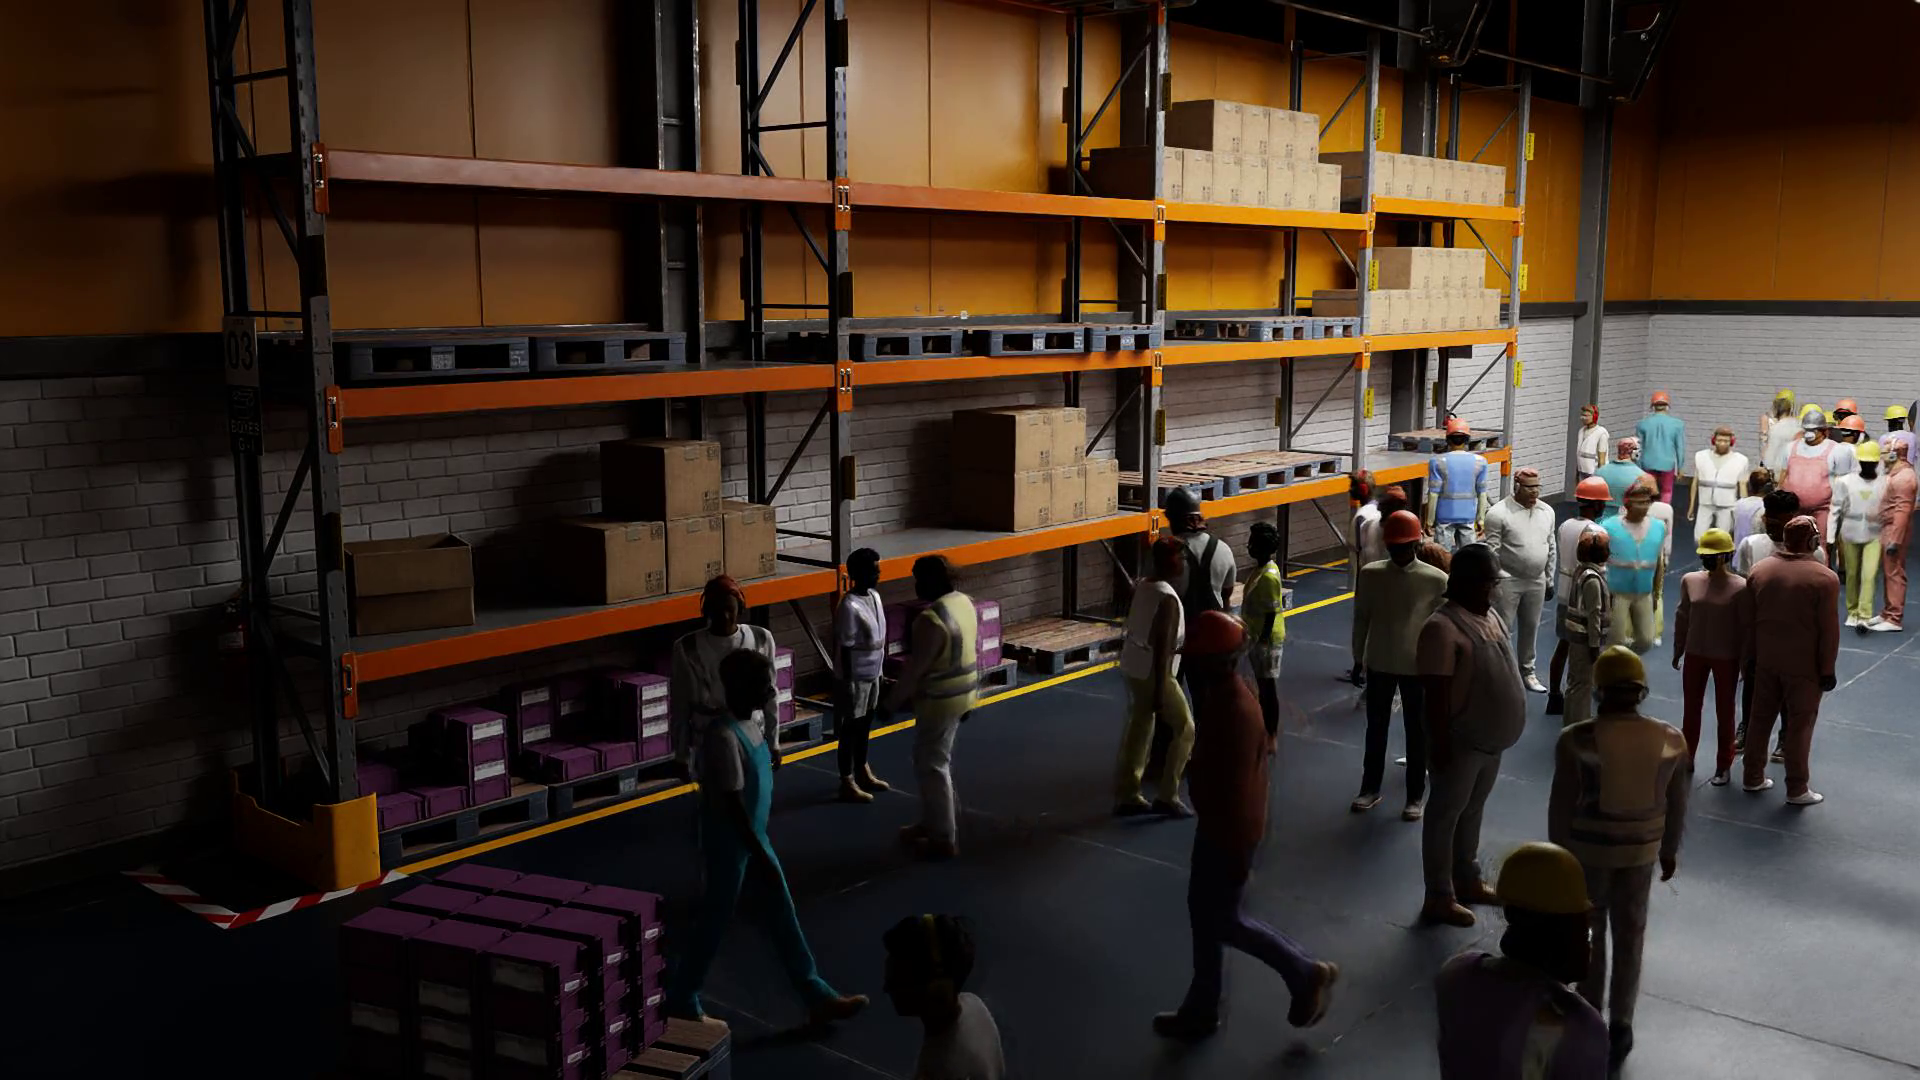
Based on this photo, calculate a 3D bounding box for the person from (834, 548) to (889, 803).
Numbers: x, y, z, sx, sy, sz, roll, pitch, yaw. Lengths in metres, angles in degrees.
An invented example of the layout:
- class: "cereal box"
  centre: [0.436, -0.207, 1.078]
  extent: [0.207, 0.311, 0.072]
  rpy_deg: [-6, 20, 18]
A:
- class: "person"
  centre: [-0.656, 0.883, 11.017]
  extent: [0.318, 1.690, 0.530]
  rpy_deg: [3, 9, 21]

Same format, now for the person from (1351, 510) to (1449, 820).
- class: "person"
  centre: [2.799, 0.791, 10.628]
  extent: [0.623, 1.989, 0.400]
  rpy_deg: [5, 10, 30]

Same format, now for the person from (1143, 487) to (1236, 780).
- class: "person"
  centre: [1.528, 0.632, 11.504]
  extent: [0.681, 2.000, 0.535]
  rpy_deg: [-3, 9, -21]

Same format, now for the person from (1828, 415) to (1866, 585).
- class: "person"
  centre: [10.063, -0.456, 18.907]
  extent: [0.387, 1.926, 0.547]
  rpy_deg: [-2, 9, -14]

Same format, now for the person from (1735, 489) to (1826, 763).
- class: "person"
  centre: [5.841, 0.605, 11.922]
  extent: [0.369, 1.963, 0.609]
  rpy_deg: [-8, 12, -43]

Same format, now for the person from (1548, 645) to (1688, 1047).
- class: "person"
  centre: [2.921, 1.373, 7.439]
  extent: [0.606, 1.821, 0.508]
  rpy_deg: [0, 9, 1]

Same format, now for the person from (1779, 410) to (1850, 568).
- class: "person"
  centre: [9.325, -0.420, 18.287]
  extent: [0.536, 2.000, 0.688]
  rpy_deg: [-8, 12, -43]

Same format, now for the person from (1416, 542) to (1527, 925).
- class: "person"
  centre: [2.778, 1.023, 8.978]
  extent: [0.538, 2.000, 0.686]
  rpy_deg: [8, 12, 42]

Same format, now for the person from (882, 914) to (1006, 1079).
- class: "person"
  centre: [0.006, 1.846, 4.441]
  extent: [1.026, 1.814, 0.529]
  rpy_deg: [3, 9, 17]

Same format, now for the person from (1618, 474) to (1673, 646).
- class: "person"
  centre: [6.459, 0.189, 15.734]
  extent: [0.507, 1.622, 0.333]
  rpy_deg: [1, 9, 8]

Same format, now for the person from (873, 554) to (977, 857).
- class: "person"
  centre: [-0.193, 0.982, 9.939]
  extent: [0.584, 1.821, 0.642]
  rpy_deg: [3, 9, 17]

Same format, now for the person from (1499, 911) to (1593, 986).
- class: "person"
  centre: [1.731, 1.840, 5.015]
  extent: [0.277, 1.632, 0.502]
  rpy_deg: [0, 9, 1]

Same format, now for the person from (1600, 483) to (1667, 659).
- class: "person"
  centre: [5.387, 0.435, 13.459]
  extent: [0.579, 1.833, 0.471]
  rpy_deg: [-1, 9, -5]

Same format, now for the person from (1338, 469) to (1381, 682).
- class: "person"
  centre: [3.509, 0.311, 14.241]
  extent: [0.401, 1.838, 0.568]
  rpy_deg: [5, 10, 28]

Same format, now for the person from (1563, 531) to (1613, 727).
- class: "person"
  centre: [4.550, 0.745, 12.064]
  extent: [0.307, 1.640, 0.520]
  rpy_deg: [1, 9, 10]

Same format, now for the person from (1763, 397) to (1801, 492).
- class: "person"
  centre: [10.758, -0.907, 21.791]
  extent: [0.635, 1.926, 0.499]
  rpy_deg: [-7, 11, -38]

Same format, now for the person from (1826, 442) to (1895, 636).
- class: "person"
  centre: [8.799, -0.017, 16.226]
  extent: [0.614, 1.871, 1.008]
  rpy_deg: [6, 11, 33]

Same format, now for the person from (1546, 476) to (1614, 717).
- class: "person"
  centre: [4.863, 0.466, 12.962]
  extent: [0.397, 1.929, 0.542]
  rpy_deg: [-1, 9, -9]

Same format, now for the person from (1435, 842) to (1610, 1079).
- class: "person"
  centre: [1.536, 1.768, 4.556]
  extent: [0.405, 1.922, 0.602]
  rpy_deg: [-4, 10, -26]

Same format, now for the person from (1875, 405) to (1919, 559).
- class: "person"
  centre: [11.528, -0.706, 20.554]
  extent: [0.588, 1.913, 0.398]
  rpy_deg: [-3, 9, -18]

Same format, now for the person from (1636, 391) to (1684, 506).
- class: "person"
  centre: [9.346, -1.009, 22.275]
  extent: [0.634, 1.974, 0.445]
  rpy_deg: [4, 10, 23]

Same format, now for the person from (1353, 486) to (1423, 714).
- class: "person"
  centre: [3.392, 0.479, 13.090]
  extent: [0.596, 1.848, 0.518]
  rpy_deg: [7, 12, 40]

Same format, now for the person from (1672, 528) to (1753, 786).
- class: "person"
  centre: [5.122, 0.792, 11.356]
  extent: [0.328, 1.767, 0.532]
  rpy_deg: [-8, 12, -41]

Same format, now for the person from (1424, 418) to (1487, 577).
- class: "person"
  centre: [5.069, -0.230, 17.056]
  extent: [0.615, 2.039, 0.388]
  rpy_deg: [0, 9, -1]

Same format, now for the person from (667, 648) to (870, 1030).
- class: "person"
  centre: [-0.920, 1.377, 7.471]
  extent: [0.927, 1.795, 0.506]
  rpy_deg: [2, 9, 10]

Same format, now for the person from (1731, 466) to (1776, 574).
- class: "person"
  centre: [6.909, 0.274, 14.490]
  extent: [0.348, 1.837, 0.502]
  rpy_deg: [-4, 10, -22]

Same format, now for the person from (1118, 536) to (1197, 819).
- class: "person"
  centre: [1.300, 0.875, 10.624]
  extent: [0.618, 1.821, 0.584]
  rpy_deg: [-2, 9, -15]

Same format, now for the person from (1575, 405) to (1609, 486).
- class: "person"
  centre: [8.238, -0.849, 21.702]
  extent: [0.393, 1.838, 0.561]
  rpy_deg: [-2, 9, -11]

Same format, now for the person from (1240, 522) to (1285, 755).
- class: "person"
  centre: [2.197, 0.711, 12.094]
  extent: [0.320, 1.698, 0.531]
  rpy_deg: [1, 9, 4]

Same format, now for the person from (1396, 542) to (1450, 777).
- class: "person"
  centre: [3.258, 0.825, 11.565]
  extent: [0.278, 1.631, 0.507]
  rpy_deg: [-2, 9, -11]

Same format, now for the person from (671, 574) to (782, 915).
- class: "person"
  centre: [-1.256, 1.110, 8.961]
  extent: [0.584, 1.878, 0.369]
  rpy_deg: [-4, 10, -22]

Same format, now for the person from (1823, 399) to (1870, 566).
- class: "person"
  centre: [10.608, -0.692, 20.086]
  extent: [0.613, 2.031, 0.402]
  rpy_deg: [5, 10, 30]

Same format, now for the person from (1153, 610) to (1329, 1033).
- class: "person"
  centre: [1.271, 1.287, 7.495]
  extent: [0.683, 1.971, 0.640]
  rpy_deg: [-1, 9, -5]

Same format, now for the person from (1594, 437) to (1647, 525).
- class: "person"
  centre: [6.602, -0.081, 16.572]
  extent: [0.397, 1.899, 0.654]
  rpy_deg: [-5, 10, -28]

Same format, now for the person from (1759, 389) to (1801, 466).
- class: "person"
  centre: [11.642, -1.183, 23.629]
  extent: [0.583, 1.918, 0.404]
  rpy_deg: [0, 9, 0]

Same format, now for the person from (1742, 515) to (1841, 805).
- class: "person"
  centre: [5.507, 0.784, 11.004]
  extent: [0.397, 1.901, 0.643]
  rpy_deg: [-5, 10, -28]

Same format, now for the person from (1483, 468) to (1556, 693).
- class: "person"
  centre: [4.667, 0.342, 13.836]
  extent: [0.644, 1.900, 0.399]
  rpy_deg: [-2, 9, -14]

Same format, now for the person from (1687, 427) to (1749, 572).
- class: "person"
  centre: [8.422, -0.347, 18.515]
  extent: [0.609, 1.822, 0.524]
  rpy_deg: [5, 10, 31]

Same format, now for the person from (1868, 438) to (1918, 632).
- class: "person"
  centre: [9.140, -0.050, 16.342]
  extent: [0.399, 1.905, 0.642]
  rpy_deg: [4, 10, 25]

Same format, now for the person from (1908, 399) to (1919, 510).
- class: "person"
  centre: [14.501, -1.429, 24.791]
  extent: [0.537, 2.000, 0.678]
  rpy_deg: [-2, 9, -10]
